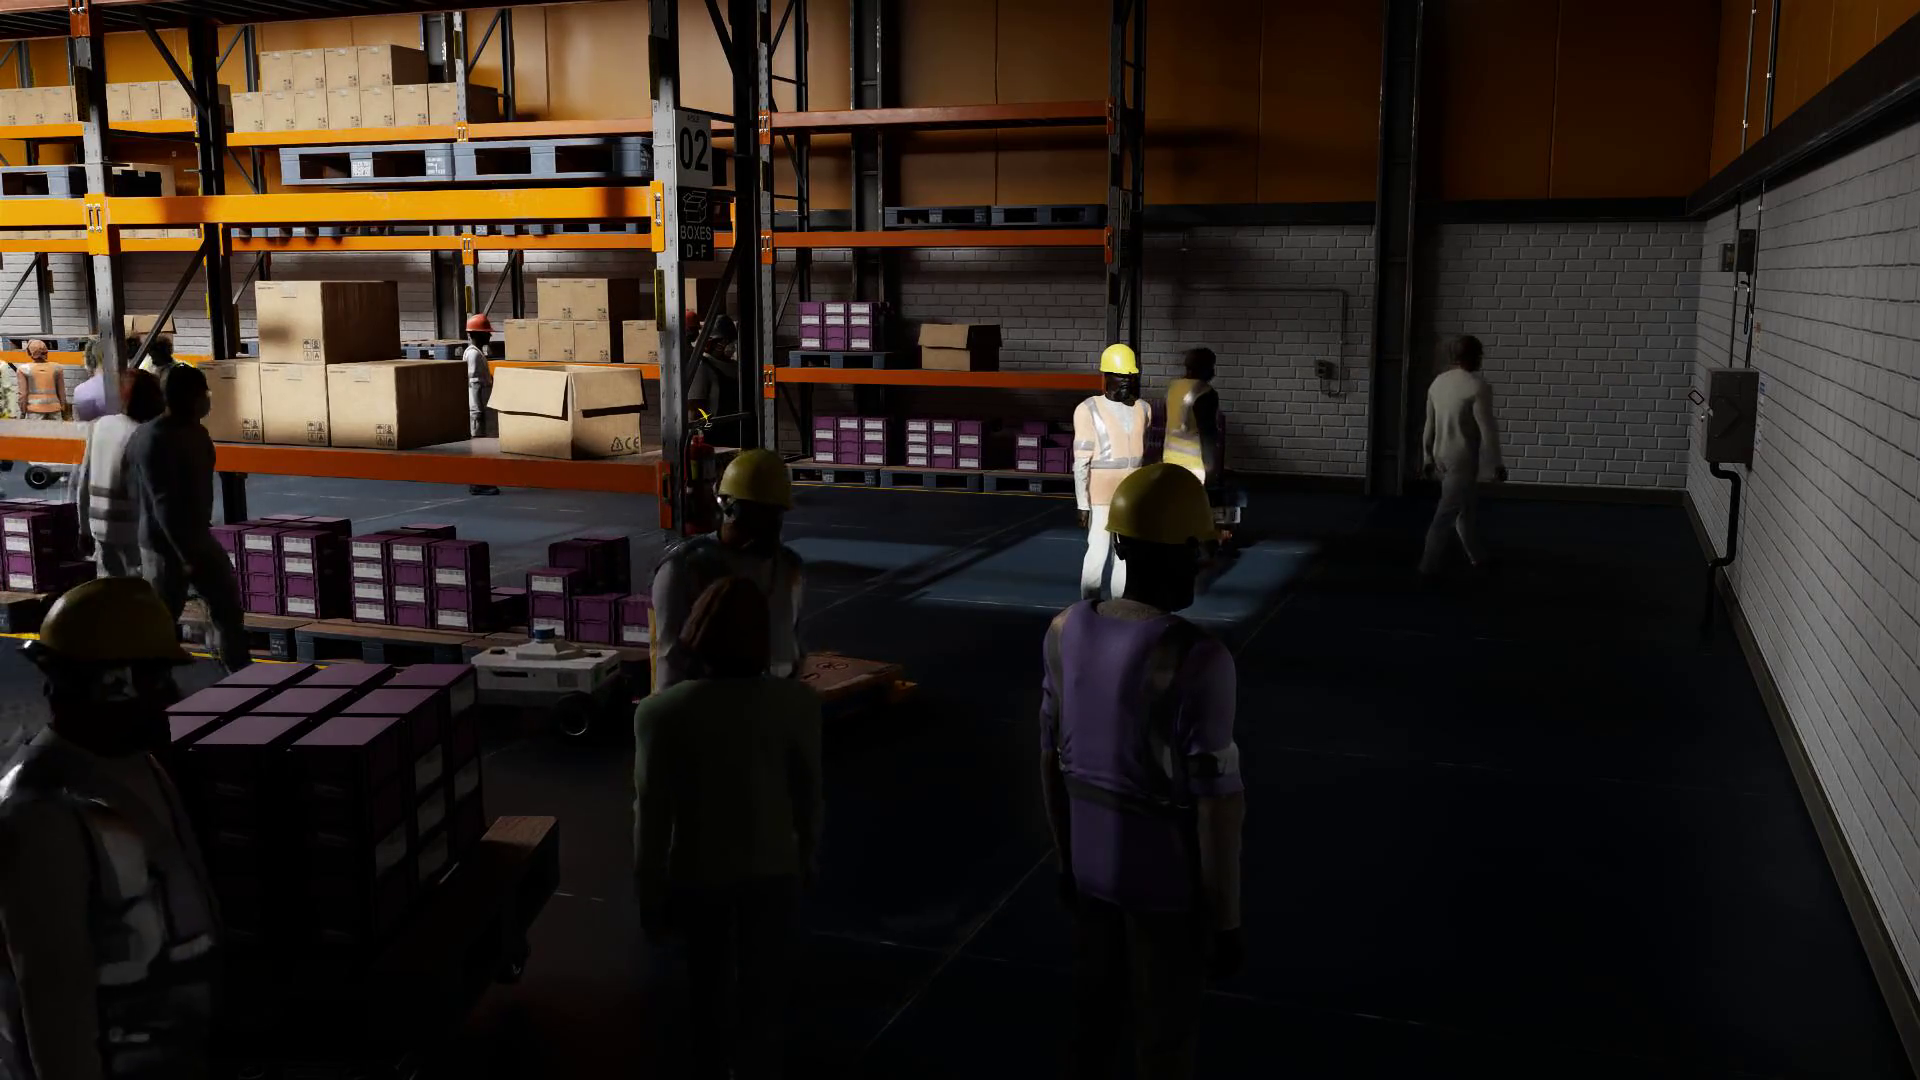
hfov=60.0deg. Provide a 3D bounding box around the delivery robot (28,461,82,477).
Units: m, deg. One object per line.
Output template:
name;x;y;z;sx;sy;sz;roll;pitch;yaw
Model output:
delivery robot;-9.974;-0.910;18.532;0.707;0.478;0.477;-3;10;-18

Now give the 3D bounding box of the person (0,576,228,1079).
person;-1.721;0.967;3.210;0.896;1.784;0.626;-1;9;-9

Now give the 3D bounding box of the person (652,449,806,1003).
person;-0.787;0.584;5.540;0.597;1.804;0.757;-7;12;-39

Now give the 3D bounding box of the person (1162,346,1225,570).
person;1.722;-0.609;13.050;0.844;1.811;0.634;-3;9;-17

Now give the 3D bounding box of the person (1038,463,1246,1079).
person;0.443;0.776;3.938;0.366;1.926;0.593;-7;12;-39

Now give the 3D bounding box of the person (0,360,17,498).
person;-10.437;-1.354;17.772;0.950;1.792;0.590;8;12;40

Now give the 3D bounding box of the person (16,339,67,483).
person;-10.316;-1.434;18.719;0.307;1.641;0.511;7;11;38

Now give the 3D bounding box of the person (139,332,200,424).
person;-7.340;-1.002;15.384;0.632;1.842;0.429;-1;9;-6

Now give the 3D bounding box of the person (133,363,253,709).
person;-3.923;0.047;8.597;0.911;1.903;0.643;1;9;4

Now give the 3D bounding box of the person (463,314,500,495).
person;-5.155;-1.449;17.876;0.373;1.939;0.545;-3;9;-15

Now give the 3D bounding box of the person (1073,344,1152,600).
person;0.989;-0.277;10.550;0.594;1.926;0.367;-6;11;-32

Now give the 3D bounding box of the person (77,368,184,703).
person;-4.632;-0.020;9.199;0.709;1.859;0.347;4;10;24

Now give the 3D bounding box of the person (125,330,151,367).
person;-8.776;-1.365;17.874;0.713;1.787;0.979;-5;10;-27

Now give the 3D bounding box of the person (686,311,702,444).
person;-2.821;-1.367;17.205;0.392;1.988;0.609;-8;12;-42

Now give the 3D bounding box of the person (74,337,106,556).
person;-6.386;-0.590;12.625;0.970;1.909;0.635;3;10;21

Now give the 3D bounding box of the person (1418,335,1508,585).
person;3.915;-0.604;12.703;0.974;1.895;0.640;-3;9;-17

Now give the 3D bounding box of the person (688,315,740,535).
person;-1.903;-0.820;13.608;0.538;2.000;0.684;5;10;26

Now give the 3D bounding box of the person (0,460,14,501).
person;-7.906;-0.711;13.556;0.777;1.835;0.541;-1;9;-4

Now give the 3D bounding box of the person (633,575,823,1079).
person;-0.599;0.886;4.334;0.490;1.585;0.879;-1;9;-5

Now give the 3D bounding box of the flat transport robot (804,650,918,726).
flat transport robot;-0.886;0.830;8.785;0.652;0.197;1.431;6;11;32

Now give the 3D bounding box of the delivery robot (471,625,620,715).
delivery robot;-2.124;0.683;8.528;0.707;0.478;0.477;1;9;8
